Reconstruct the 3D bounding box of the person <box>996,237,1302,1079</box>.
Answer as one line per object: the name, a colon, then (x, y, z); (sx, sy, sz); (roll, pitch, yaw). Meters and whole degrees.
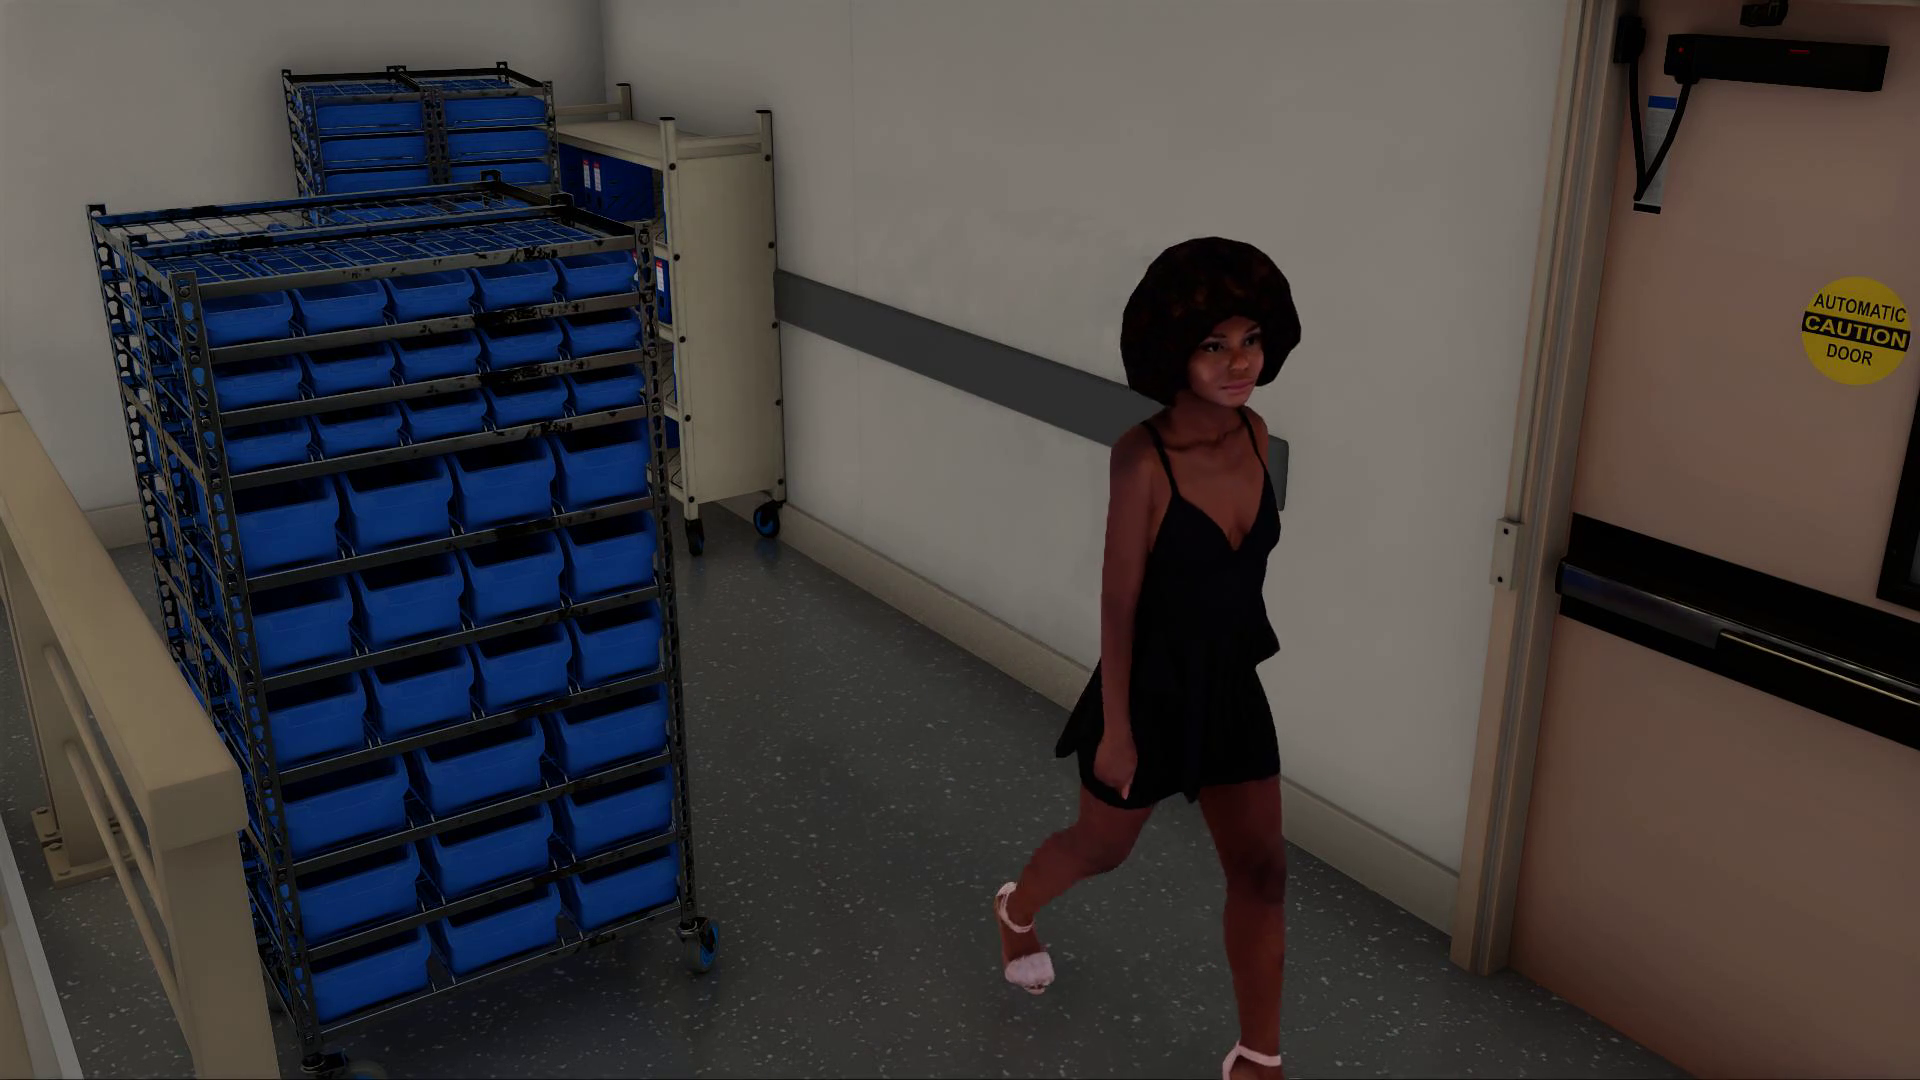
person: (0.340, 0.315, 3.194); (0.557, 1.749, 1.103); (-14, 25, -33)
